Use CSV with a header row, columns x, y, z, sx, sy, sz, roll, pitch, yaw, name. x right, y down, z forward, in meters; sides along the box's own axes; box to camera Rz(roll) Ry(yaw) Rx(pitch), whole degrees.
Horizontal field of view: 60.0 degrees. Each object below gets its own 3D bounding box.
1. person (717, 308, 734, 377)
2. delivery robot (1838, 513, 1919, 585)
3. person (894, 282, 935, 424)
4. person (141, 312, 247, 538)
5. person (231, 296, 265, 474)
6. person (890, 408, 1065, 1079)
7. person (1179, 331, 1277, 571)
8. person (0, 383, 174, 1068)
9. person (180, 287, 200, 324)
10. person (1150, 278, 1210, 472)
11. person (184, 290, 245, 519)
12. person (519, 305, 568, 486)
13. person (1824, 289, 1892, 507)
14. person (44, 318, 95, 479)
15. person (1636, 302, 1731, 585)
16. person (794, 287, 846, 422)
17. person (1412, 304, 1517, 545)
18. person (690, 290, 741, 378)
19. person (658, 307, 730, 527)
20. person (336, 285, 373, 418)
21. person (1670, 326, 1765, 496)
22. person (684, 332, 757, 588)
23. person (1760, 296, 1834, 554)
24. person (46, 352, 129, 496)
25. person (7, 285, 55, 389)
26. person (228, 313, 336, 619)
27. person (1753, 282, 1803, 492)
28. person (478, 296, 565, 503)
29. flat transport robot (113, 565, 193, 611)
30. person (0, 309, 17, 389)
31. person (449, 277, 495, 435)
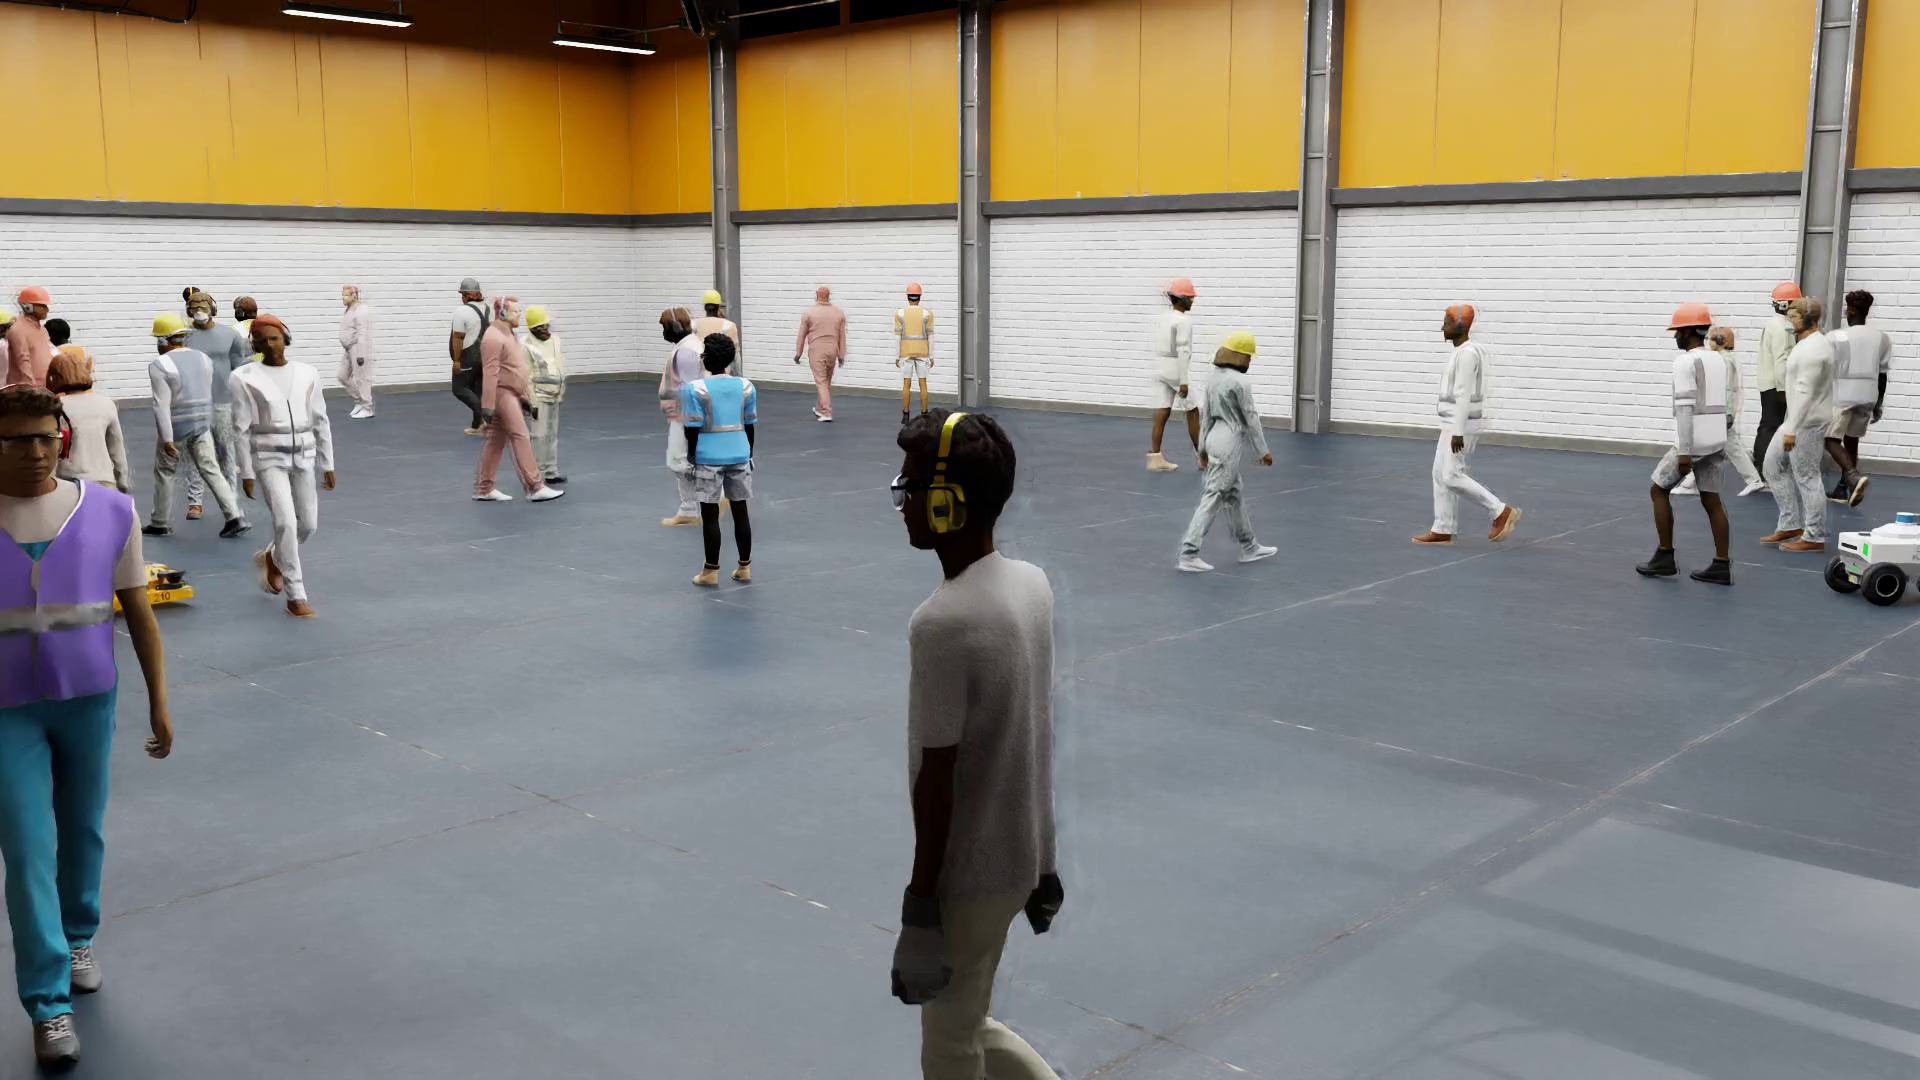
x,y,z,sx,sy,sz,roll,pitch,yaw,name
-3.099,-2.187,21.484,0.540,1.614,0.674,3,10,19,person
6.039,0.068,10.654,0.707,0.478,0.477,0,9,-2,delivery robot
-0.620,-2.547,22.748,0.551,1.935,0.363,0,9,0,person
-6.056,-0.889,13.054,0.927,1.792,0.597,4,10,24,person
-7.369,-1.607,17.275,0.429,1.844,0.627,3,10,20,person
0.081,0.672,3.262,0.505,1.859,0.514,4,10,22,person
1.906,-0.626,11.743,0.870,1.685,0.482,-3,10,-17,person
-2.538,0.472,4.647,0.589,1.809,0.807,-7,12,-37,person
-10.856,-2.644,23.557,0.309,1.866,0.535,-7,12,-38,person
2.386,-1.708,17.369,0.924,2.009,0.636,-4,10,-21,person
-6.395,-1.146,14.151,0.635,1.937,0.352,-5,10,-26,person
-3.973,-1.373,16.051,0.407,1.788,0.735,3,10,20,person
7.959,-1.254,14.798,0.621,1.943,0.820,0,9,-3,person
-8.707,-1.346,16.292,0.869,1.636,0.539,5,10,27,person
4.968,-0.654,11.284,0.561,1.894,0.710,-6,11,-33,person
-1.979,-2.597,23.285,0.648,1.855,0.978,-5,11,-30,person
3.844,-0.858,12.618,0.648,1.861,0.582,1,9,8,person
-2.850,-1.951,19.296,0.603,1.867,1.017,1,9,5,person
-2.183,-0.987,13.553,0.528,1.815,0.640,0,9,-2,person
-8.593,-2.666,23.607,0.466,1.889,0.668,-7,12,-37,person
7.124,-1.194,15.506,0.850,1.592,0.520,3,10,19,person
-1.600,-0.532,11.113,0.541,1.700,0.316,-7,12,-36,person
6.228,-0.847,12.382,0.597,1.914,0.655,4,10,23,person
-5.278,-0.325,10.092,0.443,1.616,0.515,4,10,26,person
-8.627,-1.404,15.688,0.915,1.957,0.642,0,9,1,person
-4.205,-0.473,10.297,0.812,1.861,0.593,8,12,41,person
7.800,-1.455,15.870,0.381,1.994,0.622,3,10,16,person
-3.999,-1.264,15.079,0.927,1.867,0.680,-1,9,-4,person
-5.631,0.258,10.641,1.431,0.197,0.652,6,11,33,flat transport robot
-9.505,-1.442,16.635,0.925,1.705,0.537,-1,9,-8,person
-6.134,-2.315,21.007,0.641,2.000,0.693,4,10,25,person
